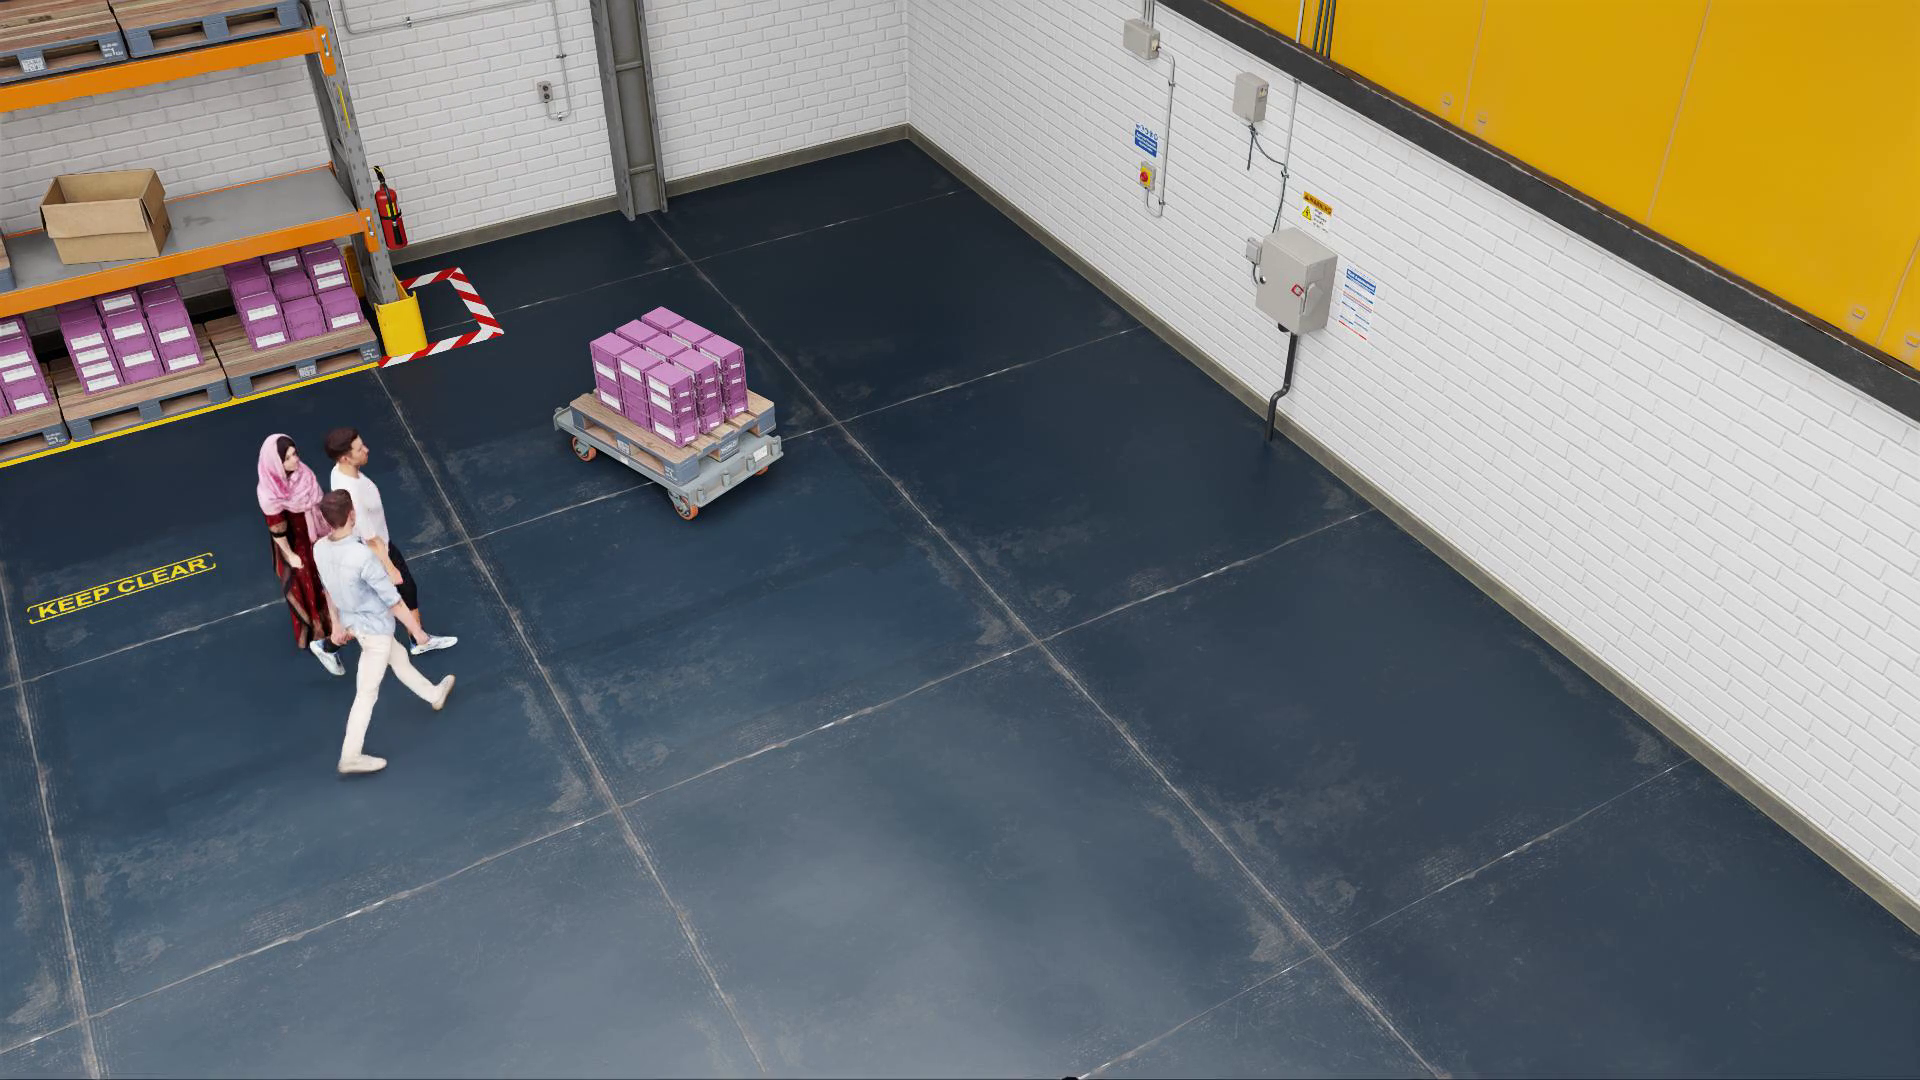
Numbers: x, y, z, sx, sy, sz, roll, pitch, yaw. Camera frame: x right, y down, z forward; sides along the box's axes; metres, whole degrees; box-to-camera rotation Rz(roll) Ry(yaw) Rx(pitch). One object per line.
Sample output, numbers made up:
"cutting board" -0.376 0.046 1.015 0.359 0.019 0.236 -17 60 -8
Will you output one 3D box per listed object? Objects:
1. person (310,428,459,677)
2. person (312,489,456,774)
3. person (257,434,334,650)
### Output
"person" -3.790 0.116 10.473 1.173 1.826 0.814 -11 40 -14
"person" -3.586 0.591 9.905 1.087 1.793 1.345 27 46 30
"person" -4.269 -0.007 10.778 0.844 1.637 0.749 14 41 17
